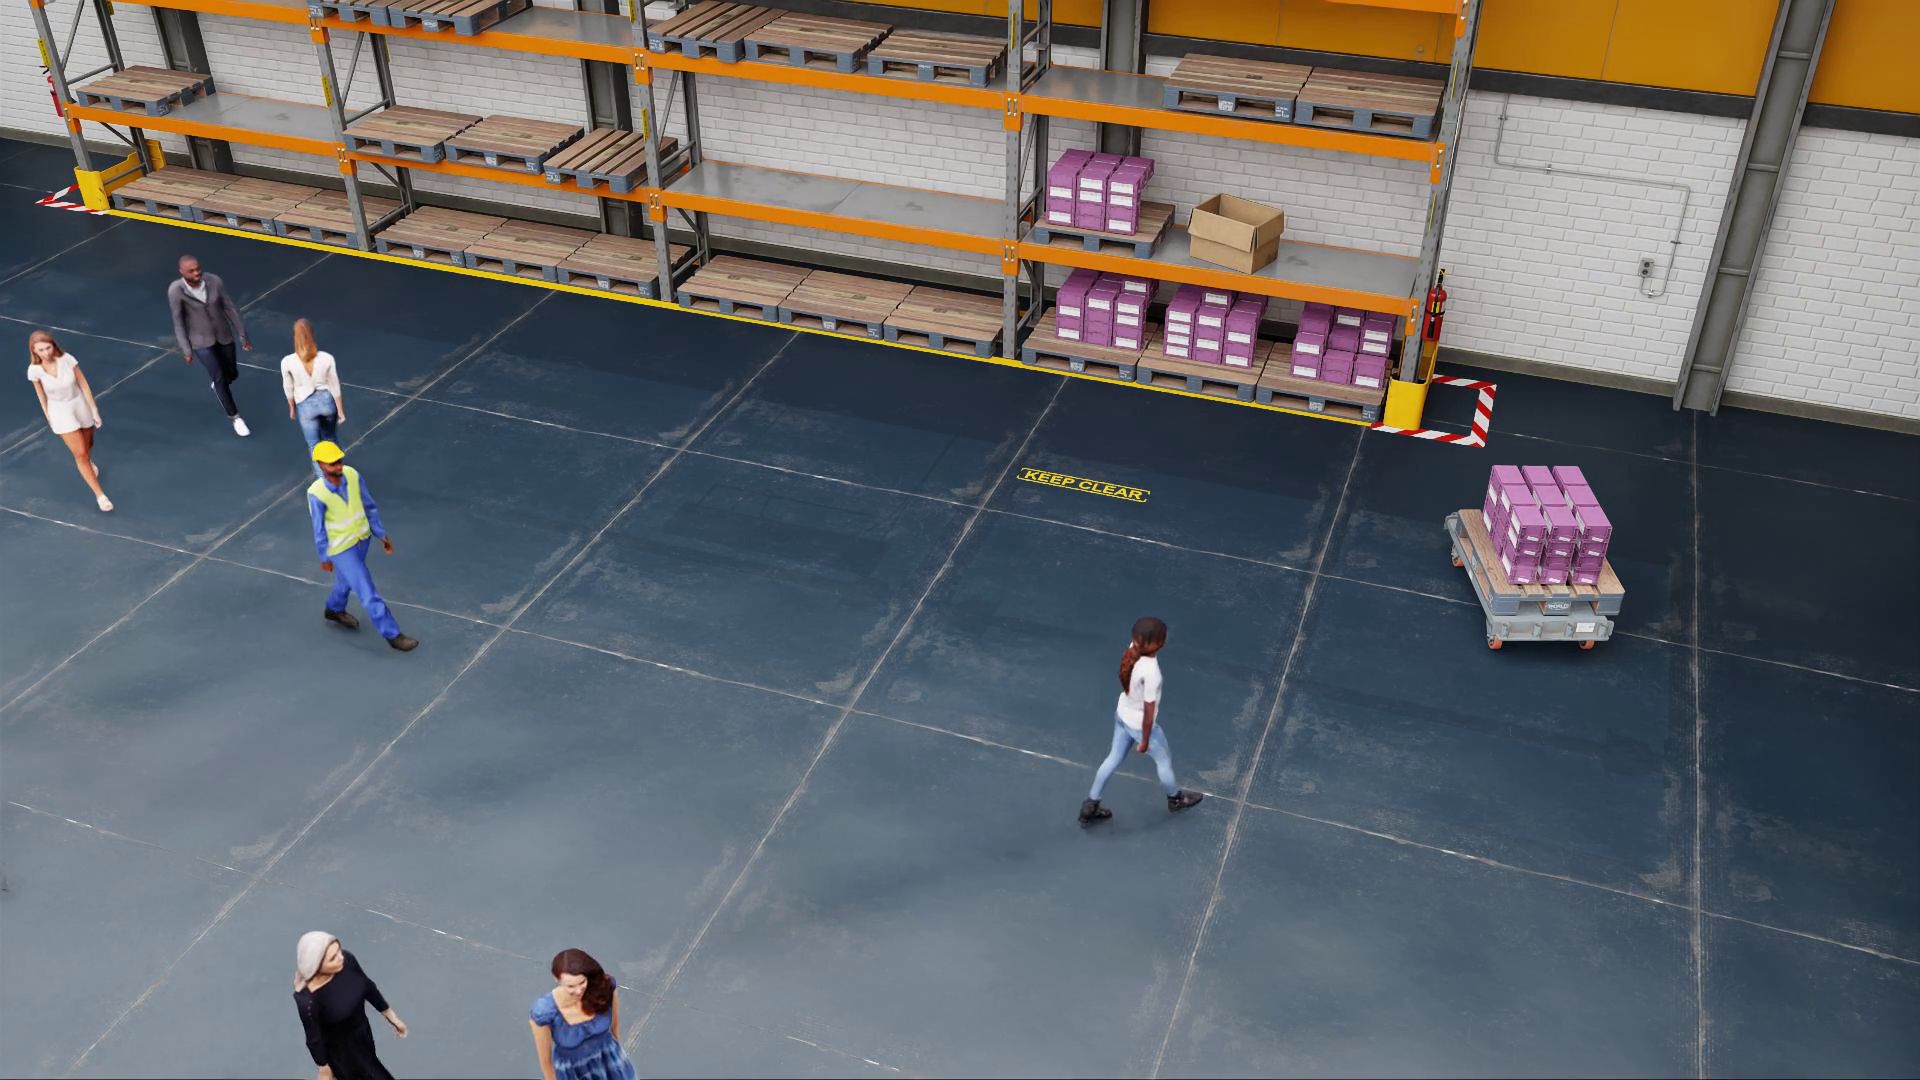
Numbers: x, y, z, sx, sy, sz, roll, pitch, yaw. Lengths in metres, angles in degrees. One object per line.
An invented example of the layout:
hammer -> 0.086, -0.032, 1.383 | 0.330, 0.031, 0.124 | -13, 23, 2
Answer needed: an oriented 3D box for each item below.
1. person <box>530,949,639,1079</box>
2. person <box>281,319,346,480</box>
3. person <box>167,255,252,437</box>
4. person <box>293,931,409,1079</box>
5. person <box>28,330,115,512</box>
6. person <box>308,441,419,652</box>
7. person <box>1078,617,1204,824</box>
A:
person -> -1.988, 2.741, 8.720 | 1.044, 1.765, 1.150 | -17, 37, -24
person -> -5.605, -1.079, 14.534 | 1.092, 1.690, 1.162 | -16, 37, -23
person -> -7.074, -1.897, 15.675 | 1.221, 1.790, 1.060 | 27, 42, 34
person -> -3.332, 2.695, 8.834 | 1.095, 1.715, 0.735 | 3, 34, 5
person -> -7.838, -1.124, 14.634 | 0.967, 1.654, 1.235 | -27, 42, -34
person -> -4.769, 0.014, 12.816 | 1.222, 1.772, 0.712 | 14, 36, 21
person -> 1.109, 1.234, 11.066 | 1.183, 1.678, 1.044 | -10, 35, -15
